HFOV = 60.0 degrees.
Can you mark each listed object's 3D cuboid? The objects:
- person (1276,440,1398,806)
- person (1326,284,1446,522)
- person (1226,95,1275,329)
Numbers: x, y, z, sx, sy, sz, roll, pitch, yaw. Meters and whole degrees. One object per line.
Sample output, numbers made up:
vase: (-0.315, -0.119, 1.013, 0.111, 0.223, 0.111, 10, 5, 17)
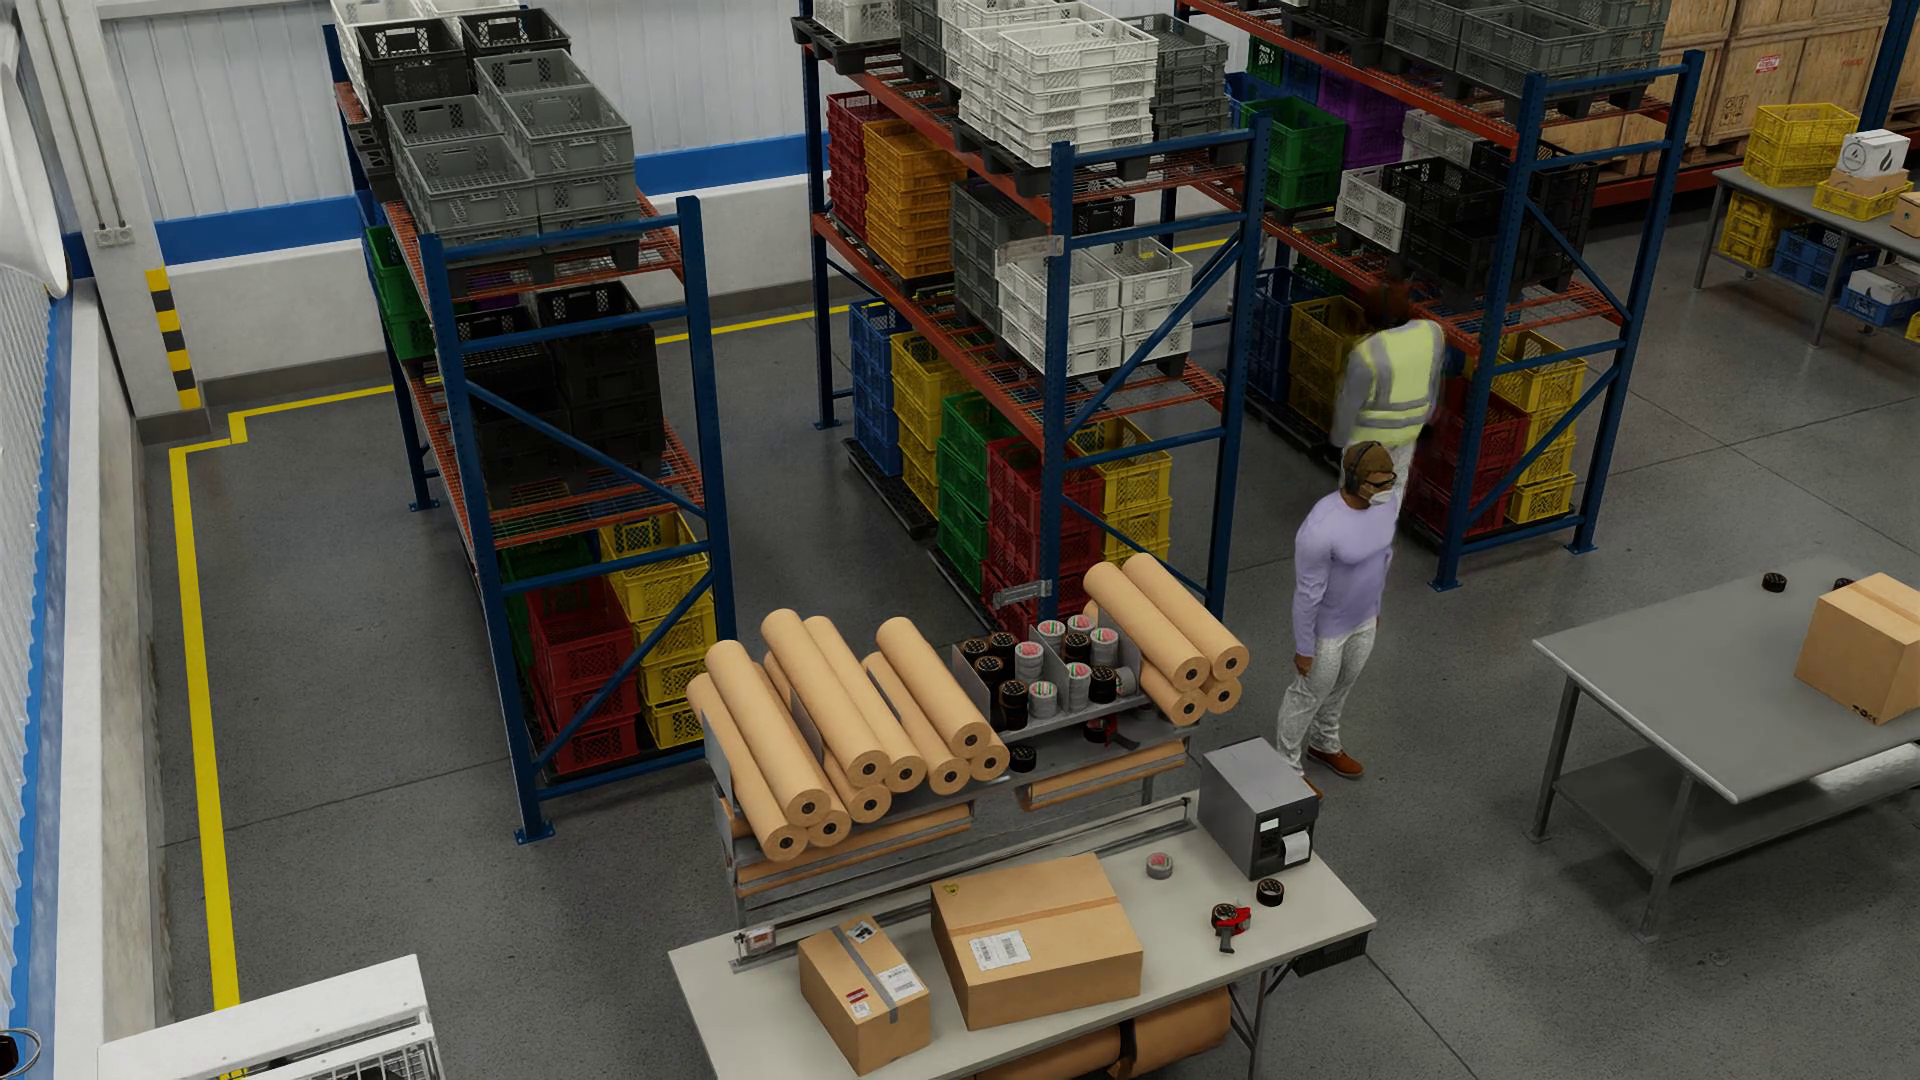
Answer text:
person: (1.758, 0.381, 7.755, 0.628, 1.931, 0.358, -24, 39, -34)
person: (2.406, -0.620, 9.498, 0.675, 1.816, 0.432, -12, 34, -19)
person: (2.248, -2.516, 12.501, 0.355, 1.887, 0.573, -8, 32, -12)
